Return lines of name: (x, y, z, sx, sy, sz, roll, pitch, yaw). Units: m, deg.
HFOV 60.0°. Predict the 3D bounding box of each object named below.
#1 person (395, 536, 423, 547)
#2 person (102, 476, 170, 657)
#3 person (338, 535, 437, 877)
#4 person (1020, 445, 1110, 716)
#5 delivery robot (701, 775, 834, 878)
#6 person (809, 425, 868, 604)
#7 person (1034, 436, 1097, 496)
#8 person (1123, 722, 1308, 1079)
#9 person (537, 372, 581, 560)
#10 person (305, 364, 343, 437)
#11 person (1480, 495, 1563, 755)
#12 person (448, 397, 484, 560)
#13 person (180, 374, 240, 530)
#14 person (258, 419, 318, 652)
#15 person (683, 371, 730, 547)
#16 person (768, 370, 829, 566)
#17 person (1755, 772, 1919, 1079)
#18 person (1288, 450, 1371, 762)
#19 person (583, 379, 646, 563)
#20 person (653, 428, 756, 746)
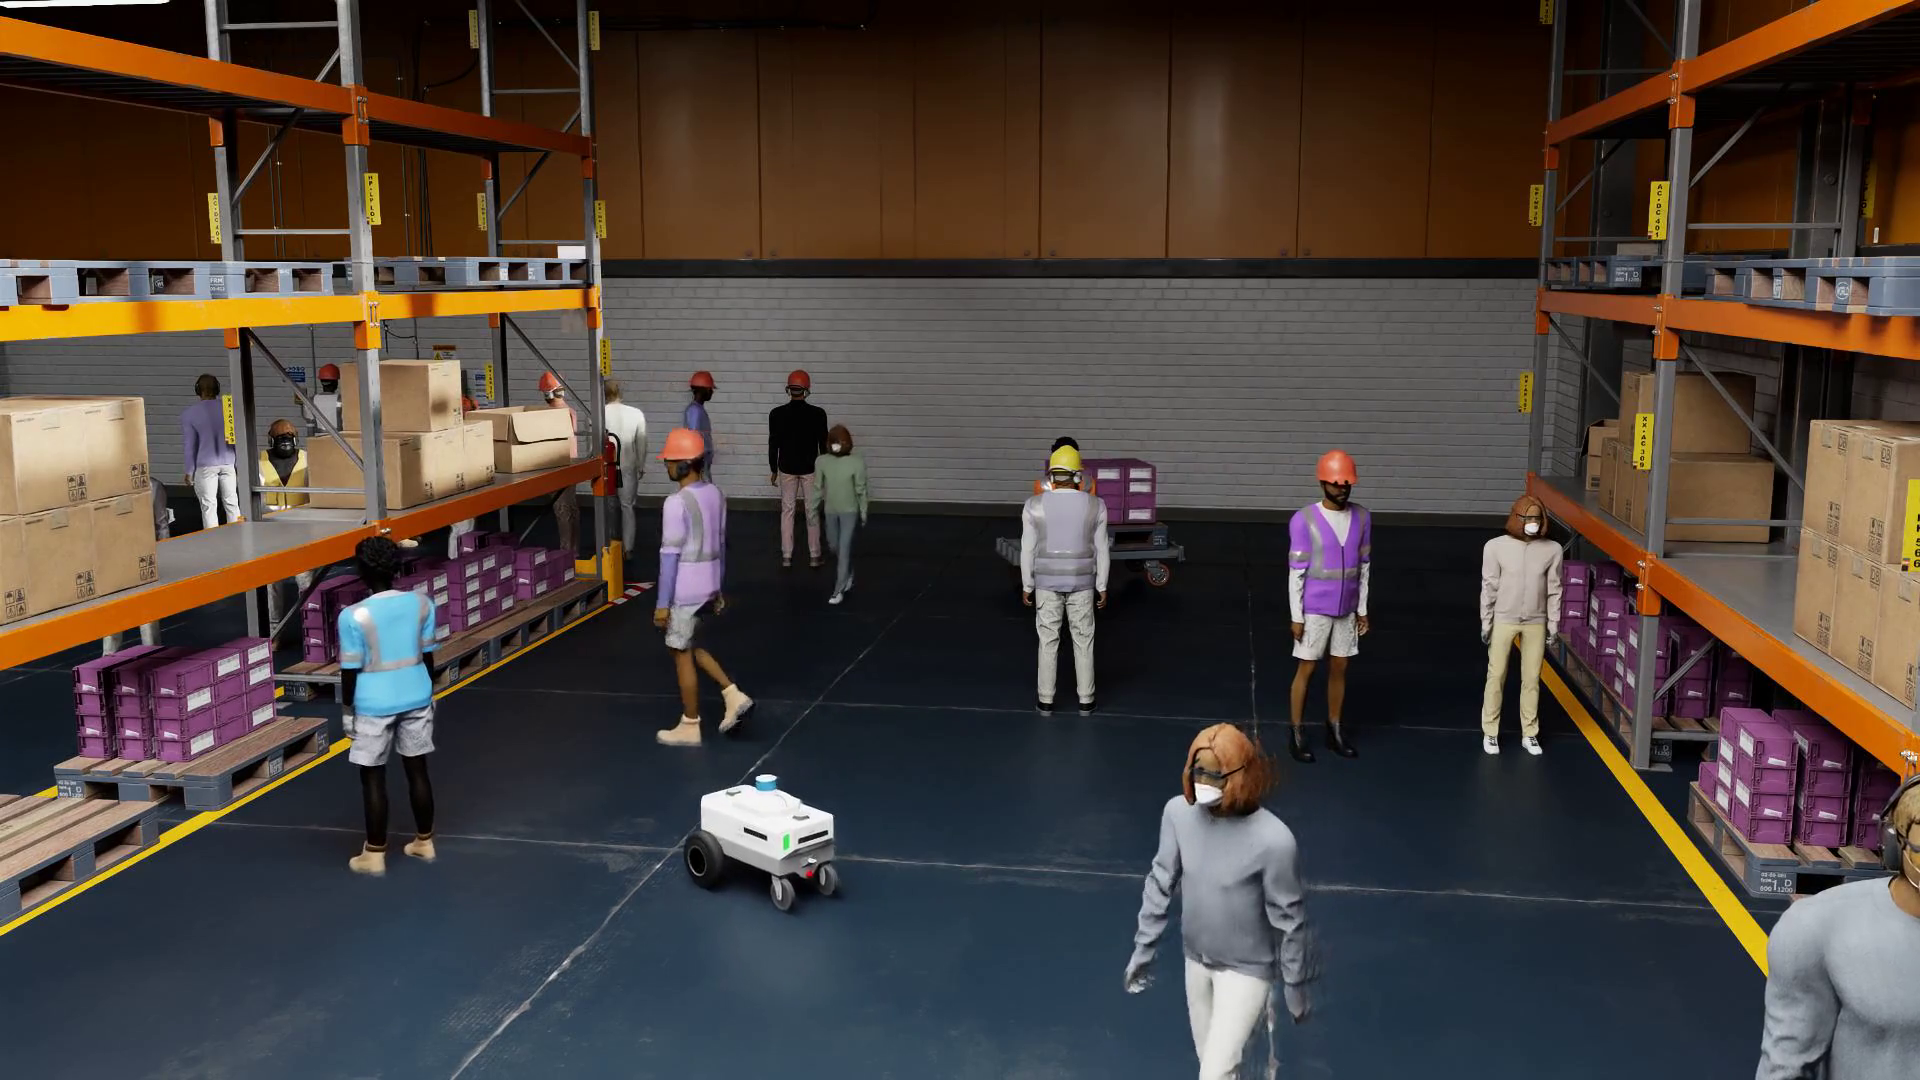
person: (-6.083, -0.848, 18.098, 0.429, 1.844, 0.623, -1, 9, -7)
person: (-6.024, 0.144, 12.011, 0.593, 1.828, 0.403, -3, 10, -16)
person: (-2.839, 0.820, 8.276, 0.316, 1.693, 0.537, 8, 12, 40)
person: (0.705, 0.278, 11.181, 0.601, 1.827, 0.404, 0, 9, 2)
delivery robot: (-0.931, 1.379, 8.027, 0.707, 0.478, 0.477, 9, 13, 44)
person: (-1.073, -0.265, 15.202, 0.506, 1.605, 0.768, 3, 10, 20)
person: (0.829, 0.033, 13.101, 0.529, 1.697, 0.321, -2, 9, -9)
person: (0.801, 1.356, 5.188, 0.501, 1.615, 0.514, -7, 12, -38)
person: (-4.009, -0.683, 16.625, 0.392, 1.988, 0.608, 1, 9, 5)
person: (-7.141, -1.036, 18.957, 0.545, 1.938, 0.362, 0, 9, 0)
person: (3.460, 0.526, 10.286, 0.498, 1.629, 0.276, 0, 9, 3)
person: (-4.599, -0.393, 15.313, 0.540, 1.852, 0.747, -9, 13, -43)
person: (-7.698, -0.745, 17.155, 0.372, 1.940, 0.630, 8, 12, 41)
person: (-5.298, -0.037, 13.125, 0.626, 1.836, 0.428, -4, 10, -23)
person: (-2.787, -0.846, 17.813, 0.554, 1.924, 0.603, -1, 9, -3)
person: (-1.620, -0.720, 16.828, 0.622, 1.993, 0.382, 0, 9, 2)
person: (2.083, 1.441, 3.670, 0.636, 1.939, 0.362, 2, 9, 9)
person: (2.258, 0.406, 10.115, 0.548, 1.928, 0.417, -3, 10, -18)
person: (-3.556, -0.713, 17.183, 0.631, 1.893, 0.976, -2, 9, -13)
person: (-1.654, 0.311, 10.393, 0.511, 2.029, 0.605, 3, 10, 16)
